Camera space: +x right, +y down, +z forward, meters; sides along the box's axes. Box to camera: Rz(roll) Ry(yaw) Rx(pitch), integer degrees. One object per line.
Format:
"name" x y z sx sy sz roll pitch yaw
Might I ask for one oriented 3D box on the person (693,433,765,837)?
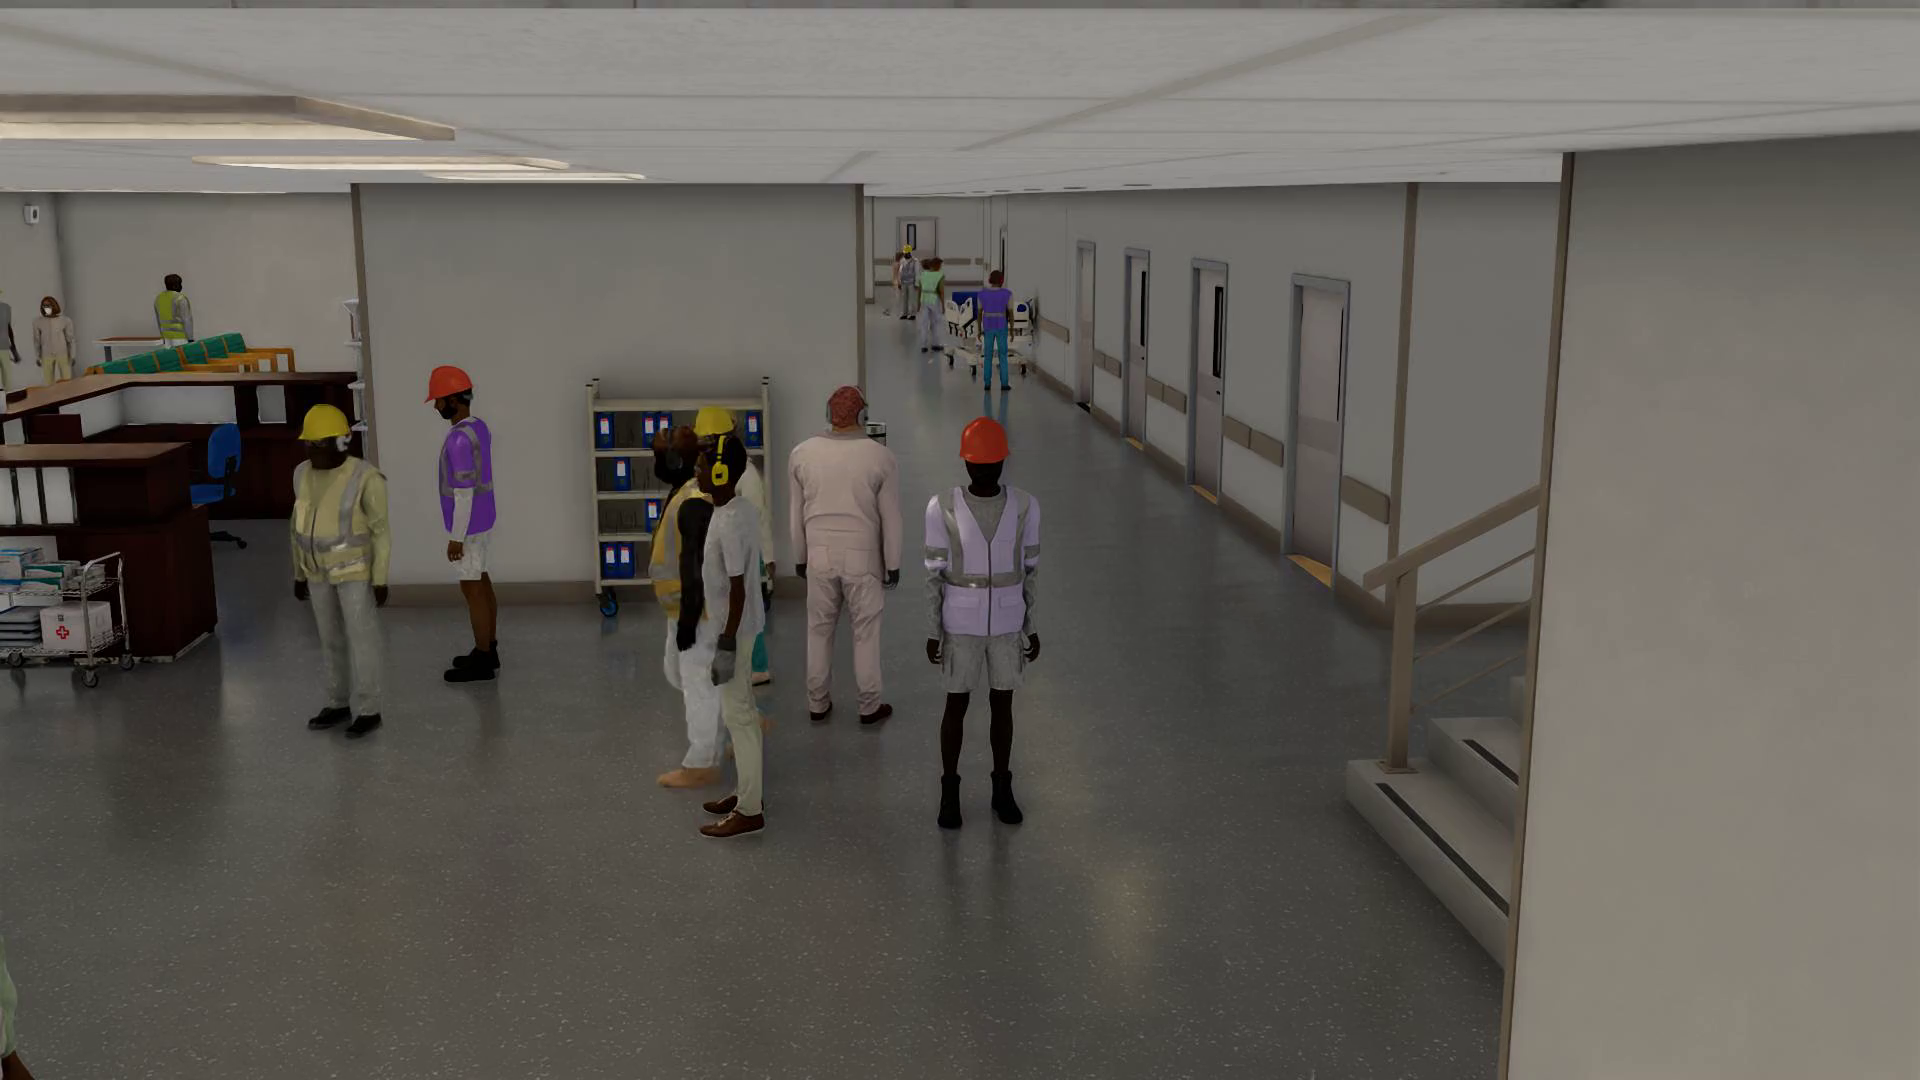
"person" -1.063 0.437 7.640 0.330 1.874 0.518 0 12 -2

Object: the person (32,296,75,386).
"person" -12.177 -2.462 22.394 0.501 1.633 0.282 -3 12 -15

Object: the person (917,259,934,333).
"person" -0.692 -5.371 36.651 0.556 1.622 0.332 -10 15 -39

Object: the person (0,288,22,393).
"person" -12.806 -2.530 22.158 0.320 1.868 0.554 7 14 32

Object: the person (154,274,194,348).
"person" -11.424 -2.959 24.311 0.621 1.845 0.429 5 13 23

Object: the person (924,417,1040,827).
"person" 0.112 0.387 7.722 0.552 1.935 0.374 -2 12 -10

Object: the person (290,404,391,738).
"person" -3.399 0.162 9.099 0.594 1.829 0.403 4 12 19

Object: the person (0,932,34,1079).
"person" -2.294 1.219 3.632 0.405 1.946 0.612 3 12 16

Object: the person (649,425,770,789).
"person" -1.281 0.334 8.281 0.513 1.819 0.632 -3 12 -16

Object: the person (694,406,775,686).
"person" -1.368 0.080 9.714 0.728 1.730 0.560 -11 16 -42

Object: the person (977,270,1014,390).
"person" 0.545 -3.218 25.567 0.572 1.843 0.373 2 12 9

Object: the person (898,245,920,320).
"person" -1.266 -6.296 40.670 0.592 1.824 0.403 8 14 34

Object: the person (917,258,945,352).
"person" -0.533 -4.556 32.203 0.694 1.794 0.781 7 13 29

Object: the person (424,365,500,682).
"person" -3.020 -0.097 10.115 0.372 1.928 0.543 -1 12 -4

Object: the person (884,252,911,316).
"person" -1.551 -6.475 42.119 0.828 1.600 0.512 -1 12 -4

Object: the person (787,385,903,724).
"person" -0.630 0.086 9.301 0.650 1.899 0.398 3 12 12
